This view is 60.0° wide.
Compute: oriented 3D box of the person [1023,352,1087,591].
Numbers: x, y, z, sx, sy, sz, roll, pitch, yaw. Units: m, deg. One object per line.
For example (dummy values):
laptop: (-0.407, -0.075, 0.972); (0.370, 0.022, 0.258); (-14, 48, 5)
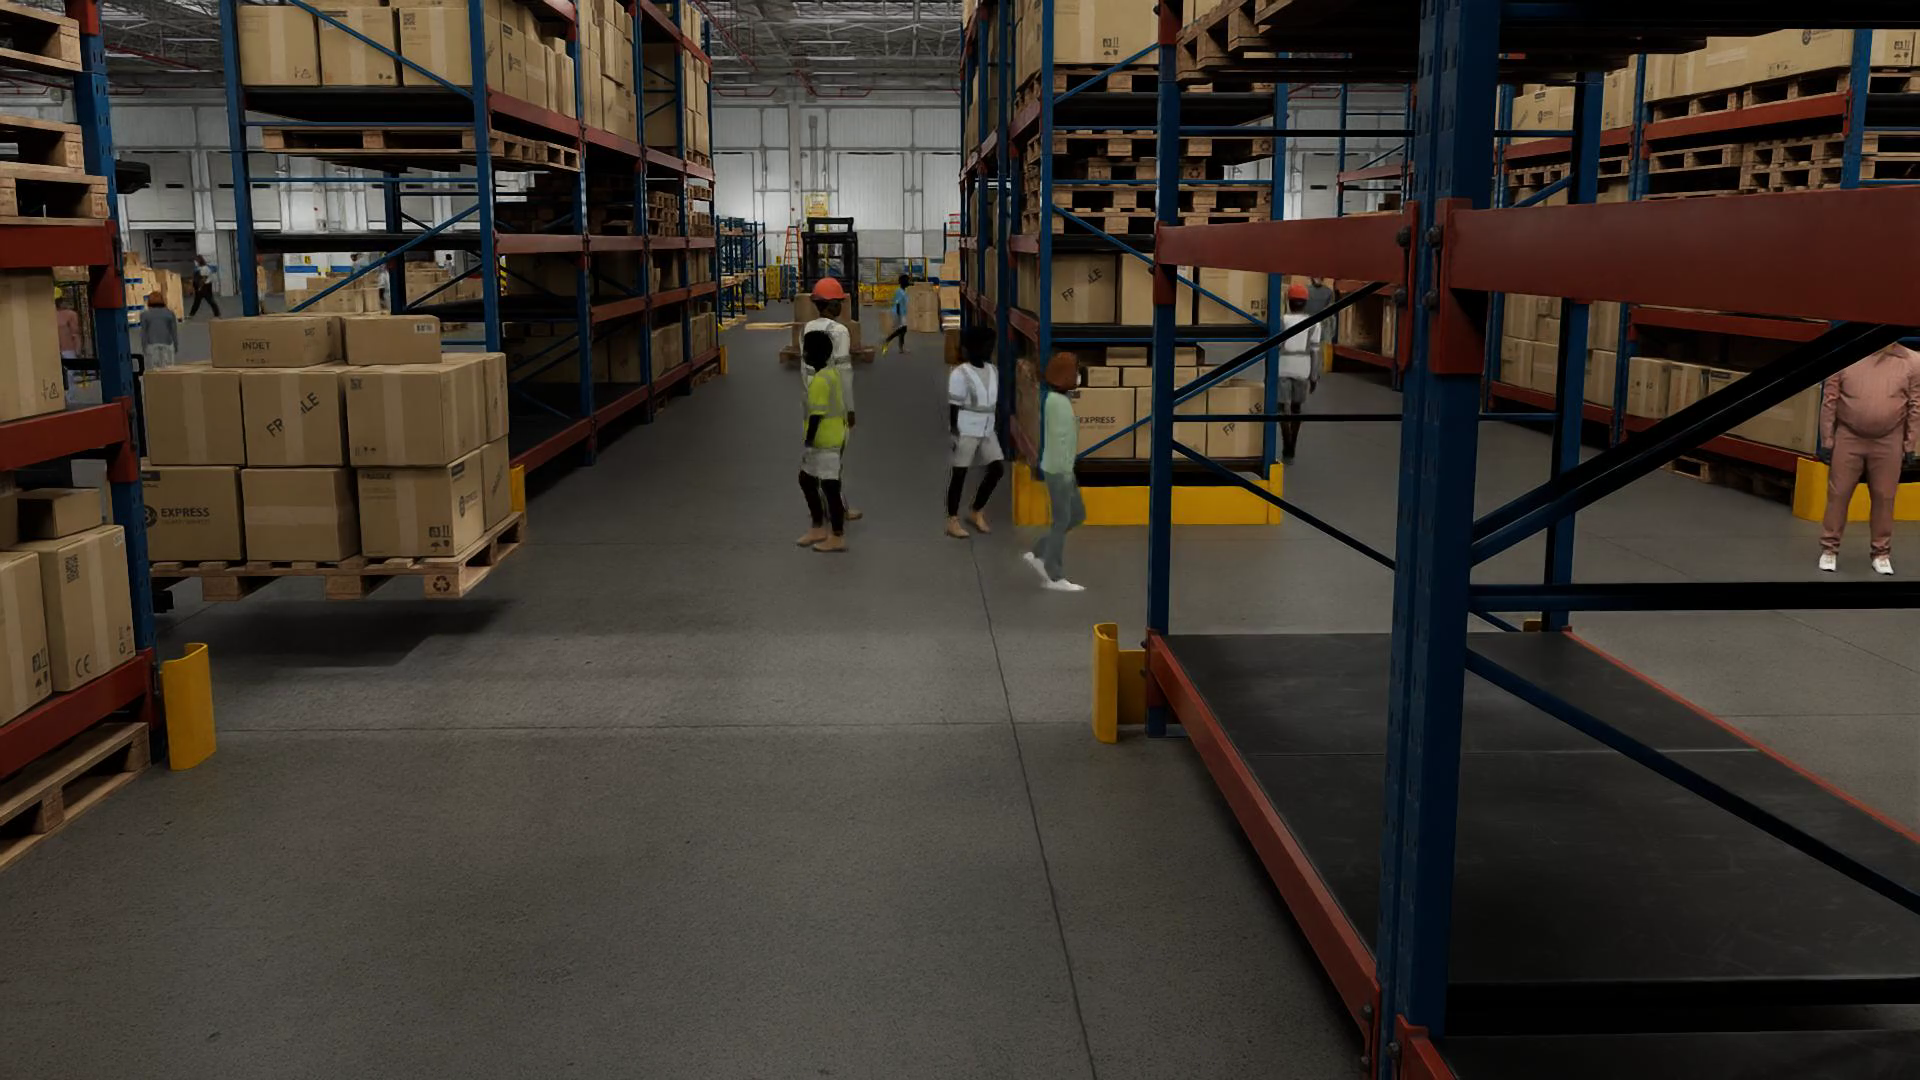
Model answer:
person: (0.680, -0.449, 11.126); (0.384, 1.619, 0.507); (1, 10, 6)

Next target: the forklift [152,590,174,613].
forklift: (-5.858, -0.811, 9.639); (1.873, 2.768, 1.129); (-1, 10, -3)

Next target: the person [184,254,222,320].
person: (-22.781, -7.636, 49.998); (0.673, 2.000, 1.018); (9, 13, 40)

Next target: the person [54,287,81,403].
person: (-12.237, -2.575, 22.613); (0.546, 1.740, 0.384); (-1, 10, -8)

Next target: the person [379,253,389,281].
person: (-21.537, -9.785, 62.327); (0.408, 1.918, 0.584); (1, 10, 4)

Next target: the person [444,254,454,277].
person: (-21.353, -11.043, 69.536); (0.430, 1.845, 0.623); (-4, 11, -21)

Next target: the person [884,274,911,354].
person: (-1.317, -4.738, 34.875); (0.578, 1.677, 0.549); (3, 11, 14)

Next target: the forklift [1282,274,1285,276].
forklift: (12.240, -10.302, 62.509); (1.129, 2.768, 1.873); (0, 10, -2)

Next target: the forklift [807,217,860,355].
forklift: (-2.584, -5.096, 33.512); (1.129, 2.768, 1.873); (0, 10, -2)

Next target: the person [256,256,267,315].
person: (-20.623, -7.381, 48.898); (0.451, 1.921, 0.575); (5, 12, 28)

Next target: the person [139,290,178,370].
person: (-12.026, -2.931, 24.982); (0.502, 1.617, 0.491); (-5, 12, -28)

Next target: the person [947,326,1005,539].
person: (0.099, -0.844, 13.126); (0.610, 1.677, 0.436); (-10, 14, -44)

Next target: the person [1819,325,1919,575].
person: (6.417, -0.695, 11.752); (0.638, 1.897, 0.397); (4, 11, 23)

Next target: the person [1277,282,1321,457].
person: (3.596, -1.817, 17.932); (0.569, 1.921, 0.685); (0, 10, 1)

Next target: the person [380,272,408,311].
person: (-13.478, -5.733, 39.652); (0.623, 1.941, 0.506); (-7, 12, -34)

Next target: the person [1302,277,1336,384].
person: (5.942, -3.554, 27.687); (0.651, 1.882, 1.003); (0, 10, -2)

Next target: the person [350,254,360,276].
person: (-24.872, -10.793, 68.202); (0.940, 1.827, 0.541); (-1, 10, -5)

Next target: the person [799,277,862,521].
person: (-1.089, -1.182, 14.042); (0.395, 2.039, 0.624); (-9, 14, -42)

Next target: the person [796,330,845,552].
person: (-1.106, -0.734, 12.526); (0.526, 1.677, 0.557); (0, 10, 1)

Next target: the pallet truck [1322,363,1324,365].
pallet truck: (7.712, -4.157, 30.737); (1.885, 1.965, 0.823); (3, 11, 16)
